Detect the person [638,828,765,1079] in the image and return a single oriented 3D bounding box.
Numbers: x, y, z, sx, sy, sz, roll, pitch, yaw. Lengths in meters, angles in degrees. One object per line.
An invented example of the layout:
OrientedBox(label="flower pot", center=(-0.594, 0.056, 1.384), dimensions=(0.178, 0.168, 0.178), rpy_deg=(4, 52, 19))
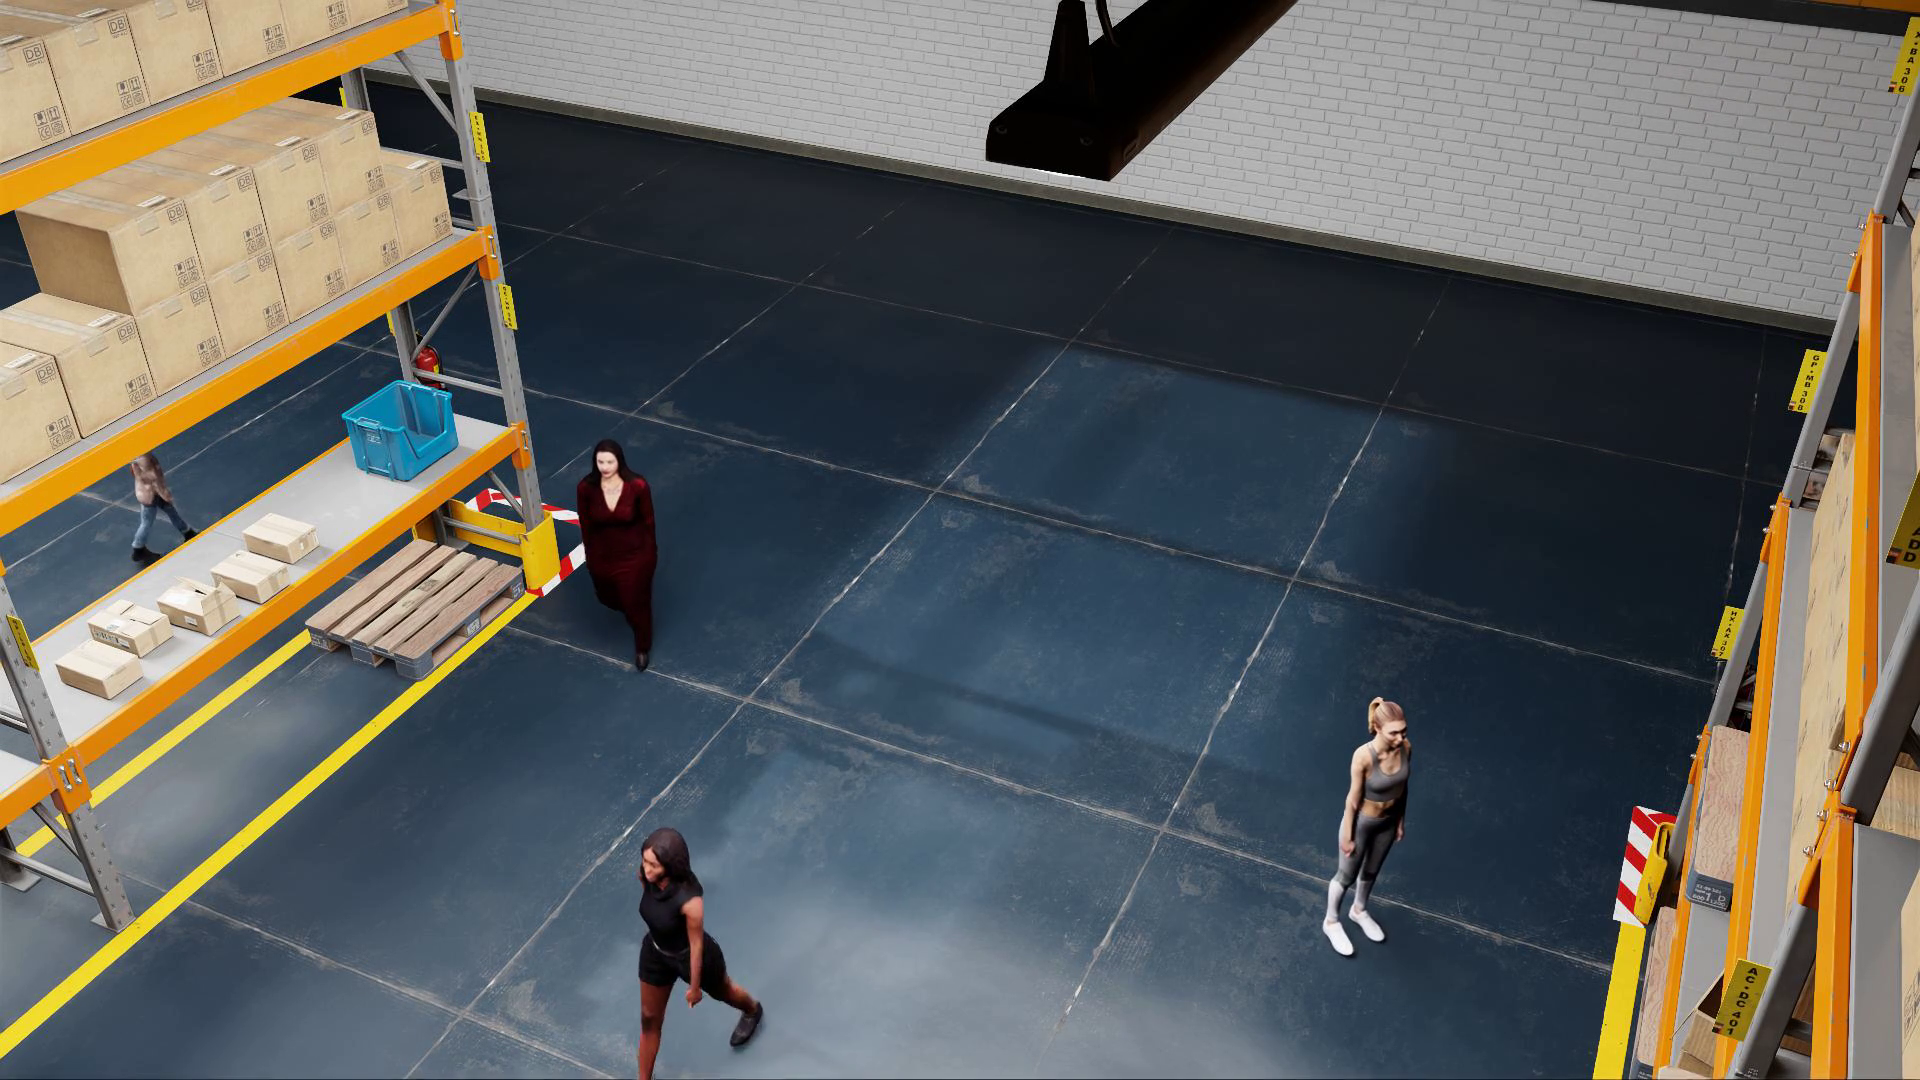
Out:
OrientedBox(label="person", center=(-1.325, 2.078, 8.381), dimensions=(0.782, 1.686, 1.252), rpy_deg=(22, 40, 30))

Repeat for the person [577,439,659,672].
OrientedBox(label="person", center=(-2.315, 0.038, 11.402), dimensions=(0.927, 1.740, 1.070), rpy_deg=(-3, 34, -4))

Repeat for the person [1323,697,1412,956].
OrientedBox(label="person", center=(2.255, 1.554, 9.152), dimensions=(0.609, 1.704, 0.692), rpy_deg=(-17, 37, -24))

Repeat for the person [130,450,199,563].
OrientedBox(label="person", center=(-6.138, -0.354, 12.505), dimensions=(0.860, 1.170, 0.779), rpy_deg=(-14, 36, -20))
